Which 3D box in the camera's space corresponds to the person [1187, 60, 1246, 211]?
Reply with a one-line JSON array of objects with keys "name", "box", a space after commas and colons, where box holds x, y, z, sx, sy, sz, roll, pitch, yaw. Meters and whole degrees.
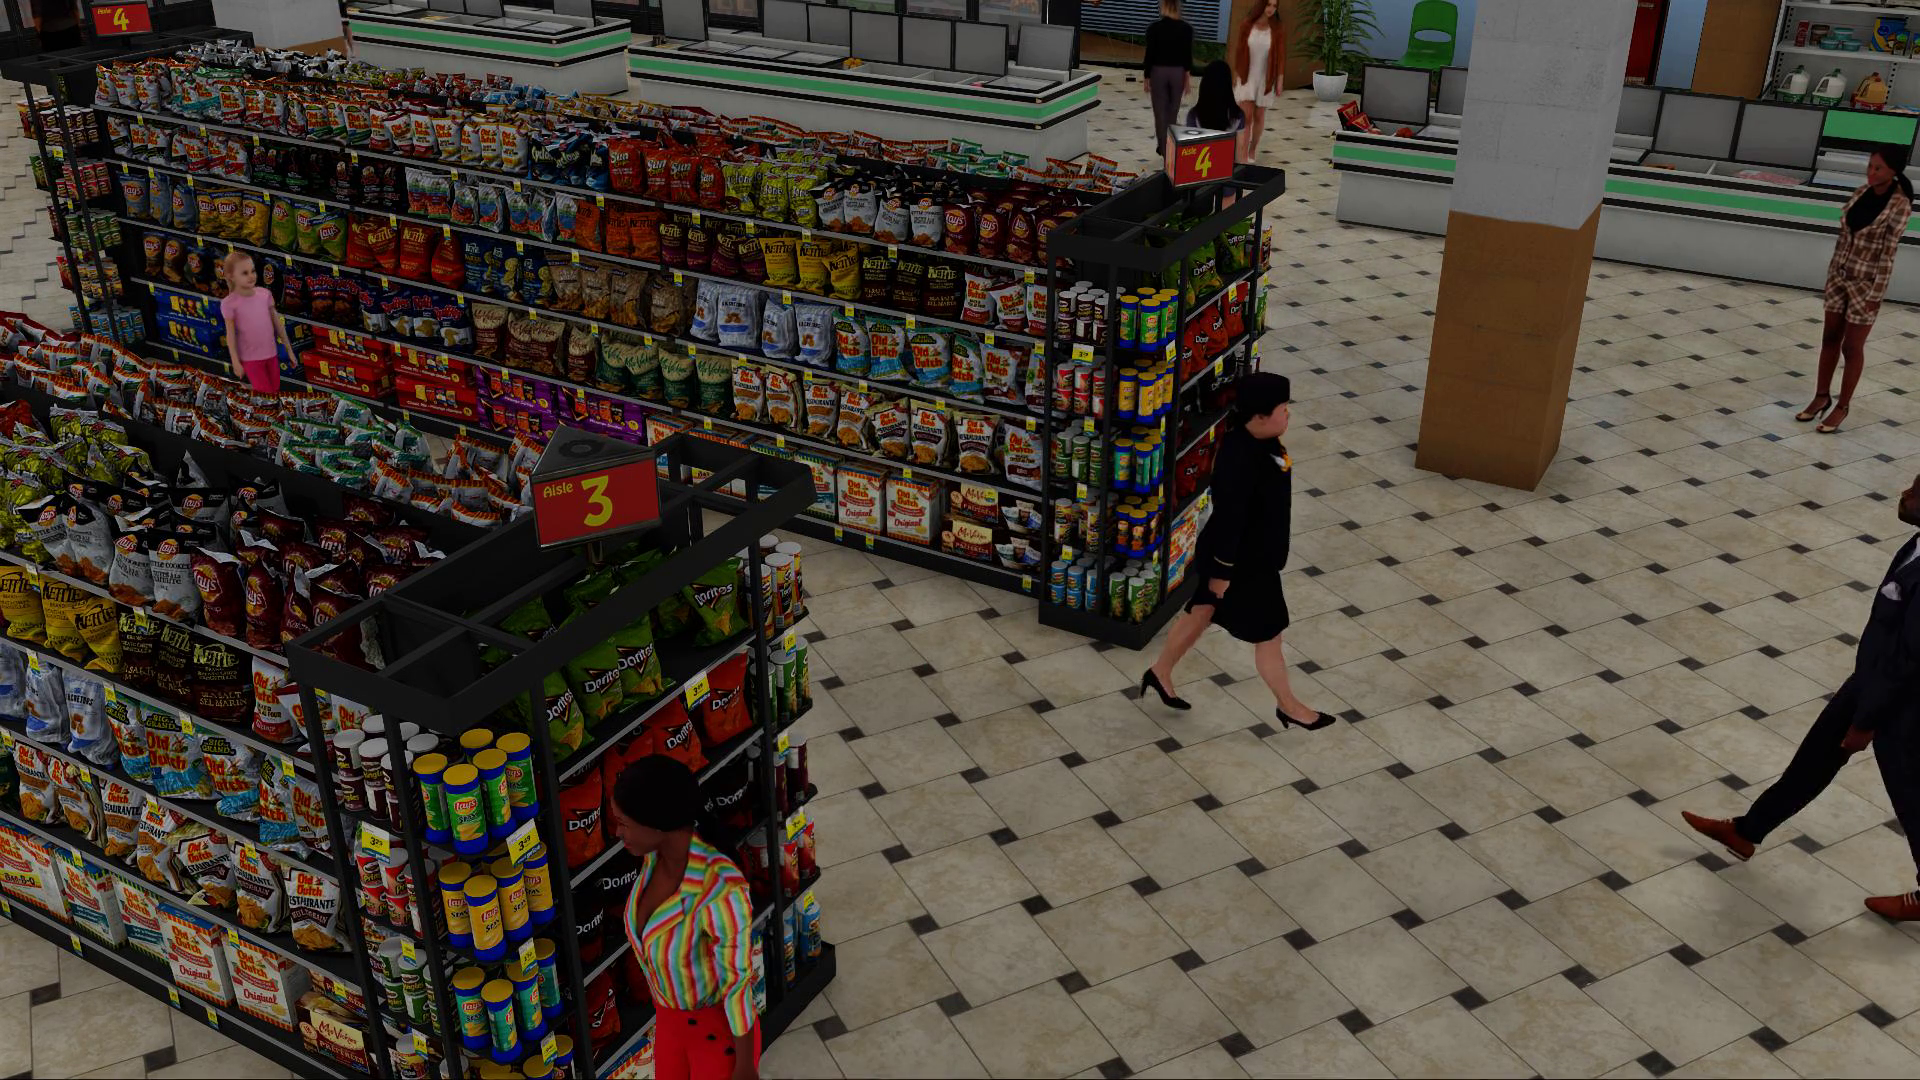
[{"name": "person", "box": [1.918, -2.774, 12.647, 0.630, 1.706, 0.738, 0, 27, 0]}]

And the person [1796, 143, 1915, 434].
[{"name": "person", "box": [5.443, -1.524, 10.089, 0.728, 1.792, 0.664, -8, 28, -15]}]

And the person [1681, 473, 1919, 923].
[{"name": "person", "box": [3.407, 0.609, 5.899, 1.202, 1.776, 0.743, 13, 30, 24]}]

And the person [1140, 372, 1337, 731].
[{"name": "person", "box": [1.105, 0.090, 7.088, 1.156, 1.626, 0.845, 8, 28, 16]}]

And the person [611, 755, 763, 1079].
[{"name": "person", "box": [-0.606, 1.330, 4.492, 0.928, 1.762, 0.844, 24, 35, 38]}]

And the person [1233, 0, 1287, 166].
[{"name": "person", "box": [2.826, -4.403, 15.899, 0.988, 1.670, 0.904, 5, 27, 10]}]

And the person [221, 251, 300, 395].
[{"name": "person", "box": [-4.188, -1.100, 9.841, 0.521, 1.257, 0.483, 14, 30, 26]}]

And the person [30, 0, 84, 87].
[{"name": "person", "box": [-9.469, -5.313, 17.508, 0.601, 1.838, 0.642, 17, 31, 30]}]

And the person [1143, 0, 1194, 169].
[{"name": "person", "box": [1.955, -4.237, 15.631, 1.080, 1.616, 1.061, -3, 27, -6]}]
